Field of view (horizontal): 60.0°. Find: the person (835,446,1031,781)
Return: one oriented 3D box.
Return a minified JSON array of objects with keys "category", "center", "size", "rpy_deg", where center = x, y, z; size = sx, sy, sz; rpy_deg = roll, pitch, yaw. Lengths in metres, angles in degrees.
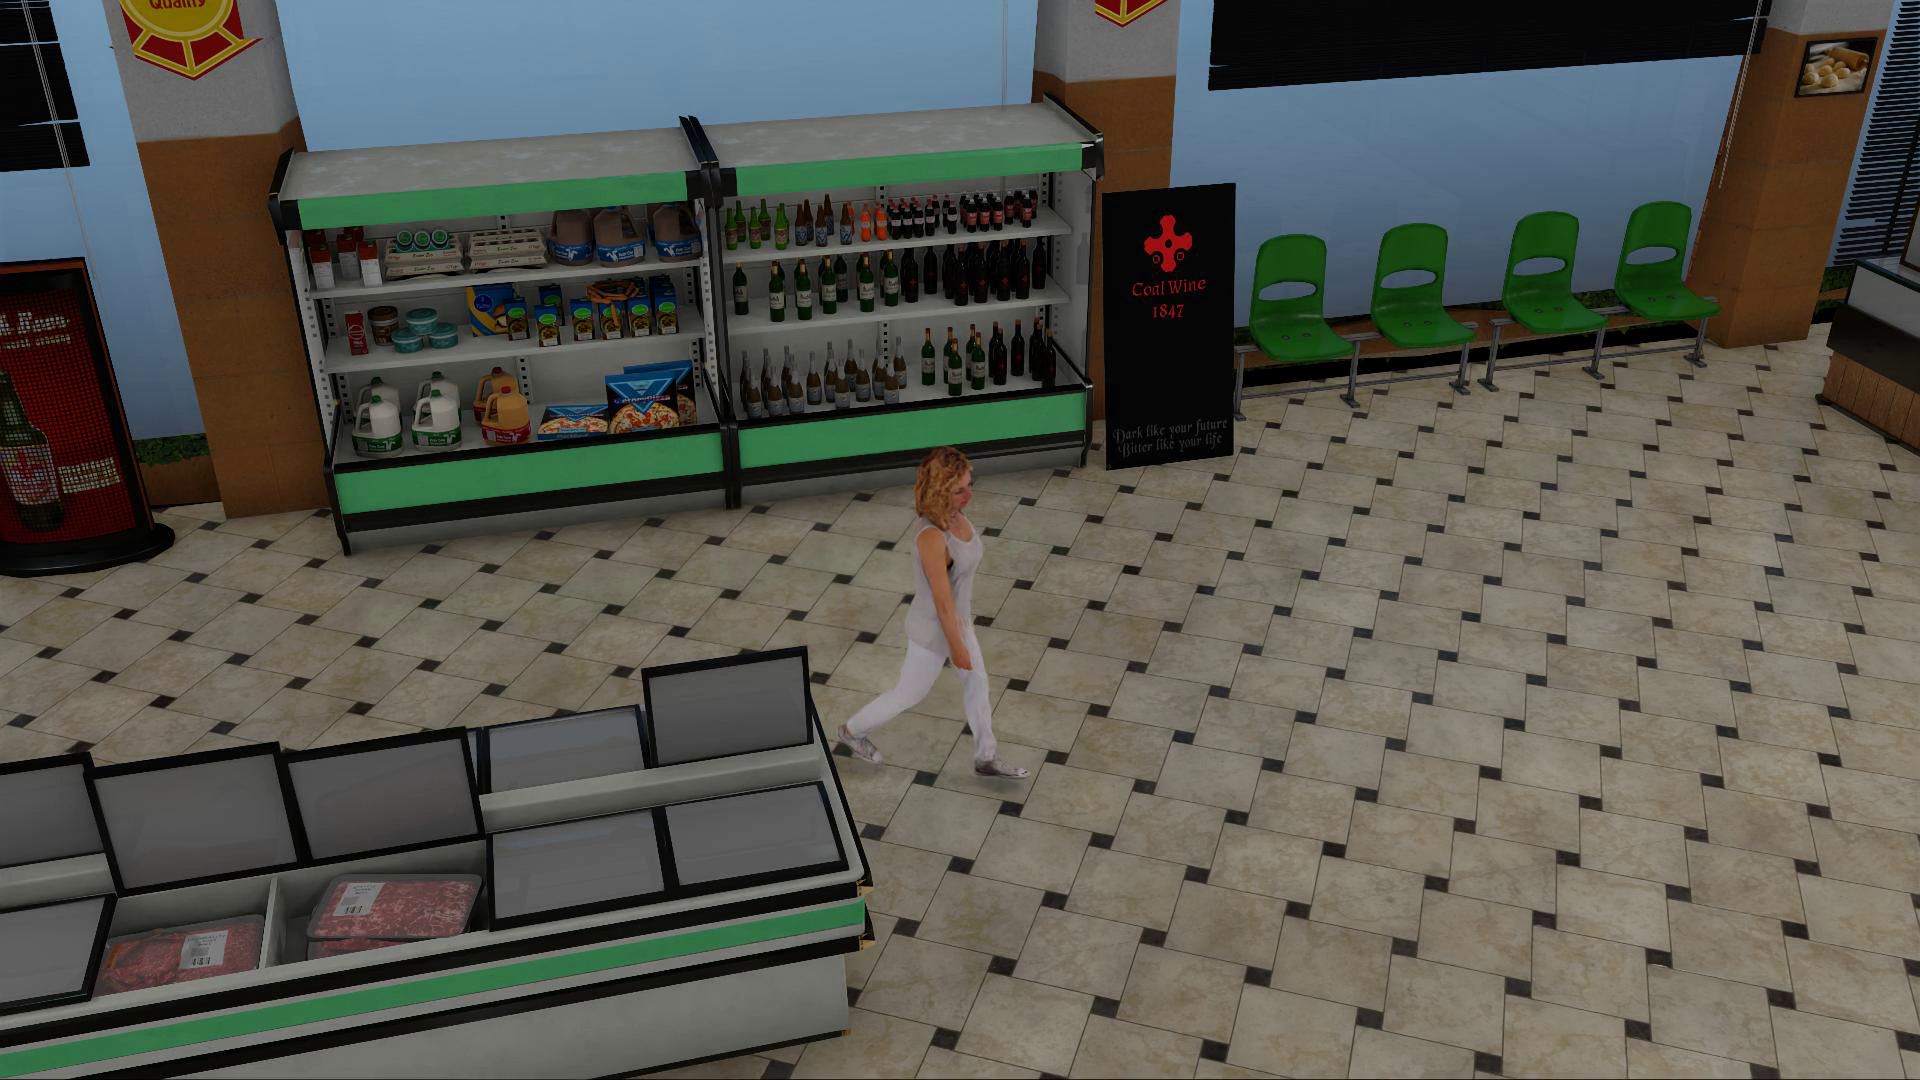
[{"category":"person","center":[-0.178,0.360,7.171],"size":[1.182,1.628,0.972],"rpy_deg":[8,30,15]}]
